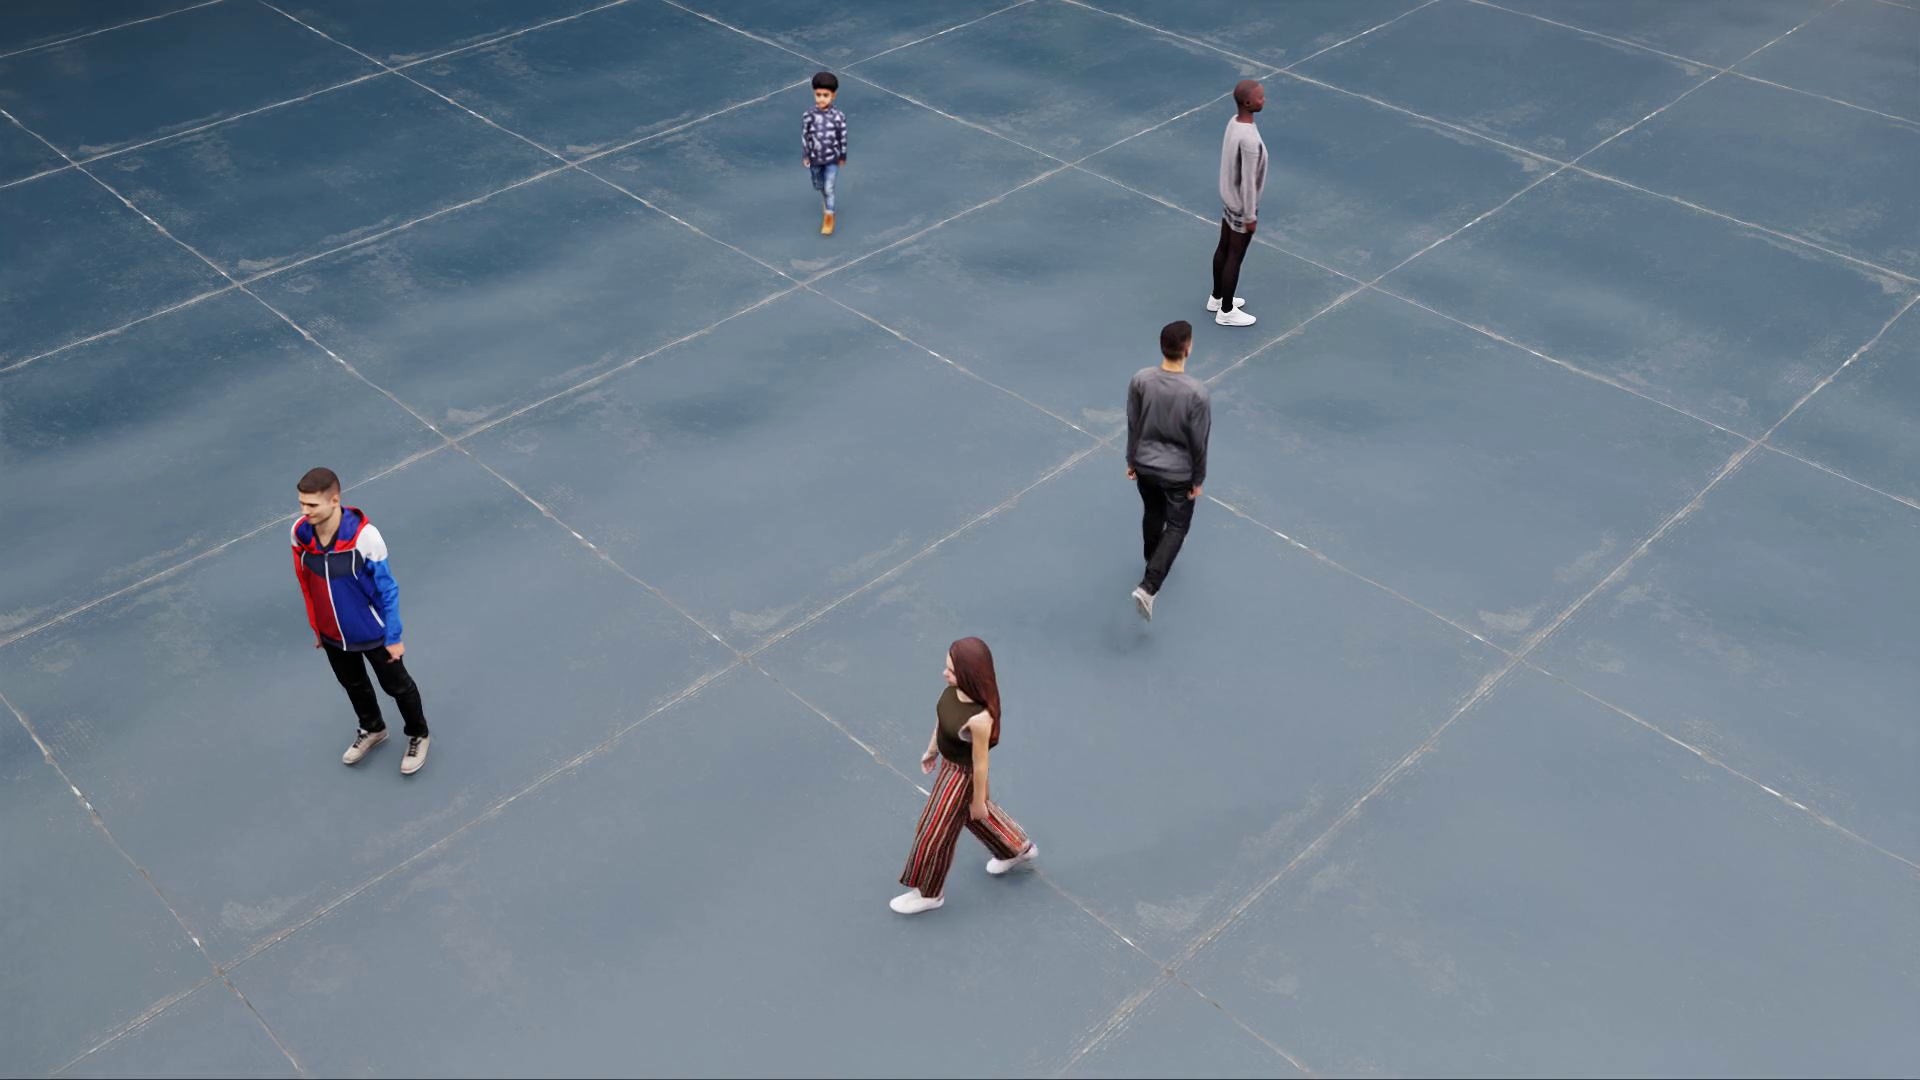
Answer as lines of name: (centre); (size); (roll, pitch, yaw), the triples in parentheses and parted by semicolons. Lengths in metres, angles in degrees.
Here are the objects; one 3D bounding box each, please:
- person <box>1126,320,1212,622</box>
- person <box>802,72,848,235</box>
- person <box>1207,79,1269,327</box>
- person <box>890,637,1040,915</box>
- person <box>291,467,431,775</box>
person: (1.085, -0.353, 8.988); (0.824, 1.745, 1.066); (16, 40, 20)
person: (-1.052, -3.036, 12.937); (0.755, 1.238, 0.862); (4, 37, 6)
person: (1.932, -2.355, 11.601); (0.728, 1.771, 0.696); (-4, 37, -6)
person: (0.074, 1.002, 7.376); (1.034, 1.540, 0.867); (-8, 38, -10)
person: (-2.892, 0.391, 8.000); (0.715, 1.756, 0.713); (9, 38, 11)
